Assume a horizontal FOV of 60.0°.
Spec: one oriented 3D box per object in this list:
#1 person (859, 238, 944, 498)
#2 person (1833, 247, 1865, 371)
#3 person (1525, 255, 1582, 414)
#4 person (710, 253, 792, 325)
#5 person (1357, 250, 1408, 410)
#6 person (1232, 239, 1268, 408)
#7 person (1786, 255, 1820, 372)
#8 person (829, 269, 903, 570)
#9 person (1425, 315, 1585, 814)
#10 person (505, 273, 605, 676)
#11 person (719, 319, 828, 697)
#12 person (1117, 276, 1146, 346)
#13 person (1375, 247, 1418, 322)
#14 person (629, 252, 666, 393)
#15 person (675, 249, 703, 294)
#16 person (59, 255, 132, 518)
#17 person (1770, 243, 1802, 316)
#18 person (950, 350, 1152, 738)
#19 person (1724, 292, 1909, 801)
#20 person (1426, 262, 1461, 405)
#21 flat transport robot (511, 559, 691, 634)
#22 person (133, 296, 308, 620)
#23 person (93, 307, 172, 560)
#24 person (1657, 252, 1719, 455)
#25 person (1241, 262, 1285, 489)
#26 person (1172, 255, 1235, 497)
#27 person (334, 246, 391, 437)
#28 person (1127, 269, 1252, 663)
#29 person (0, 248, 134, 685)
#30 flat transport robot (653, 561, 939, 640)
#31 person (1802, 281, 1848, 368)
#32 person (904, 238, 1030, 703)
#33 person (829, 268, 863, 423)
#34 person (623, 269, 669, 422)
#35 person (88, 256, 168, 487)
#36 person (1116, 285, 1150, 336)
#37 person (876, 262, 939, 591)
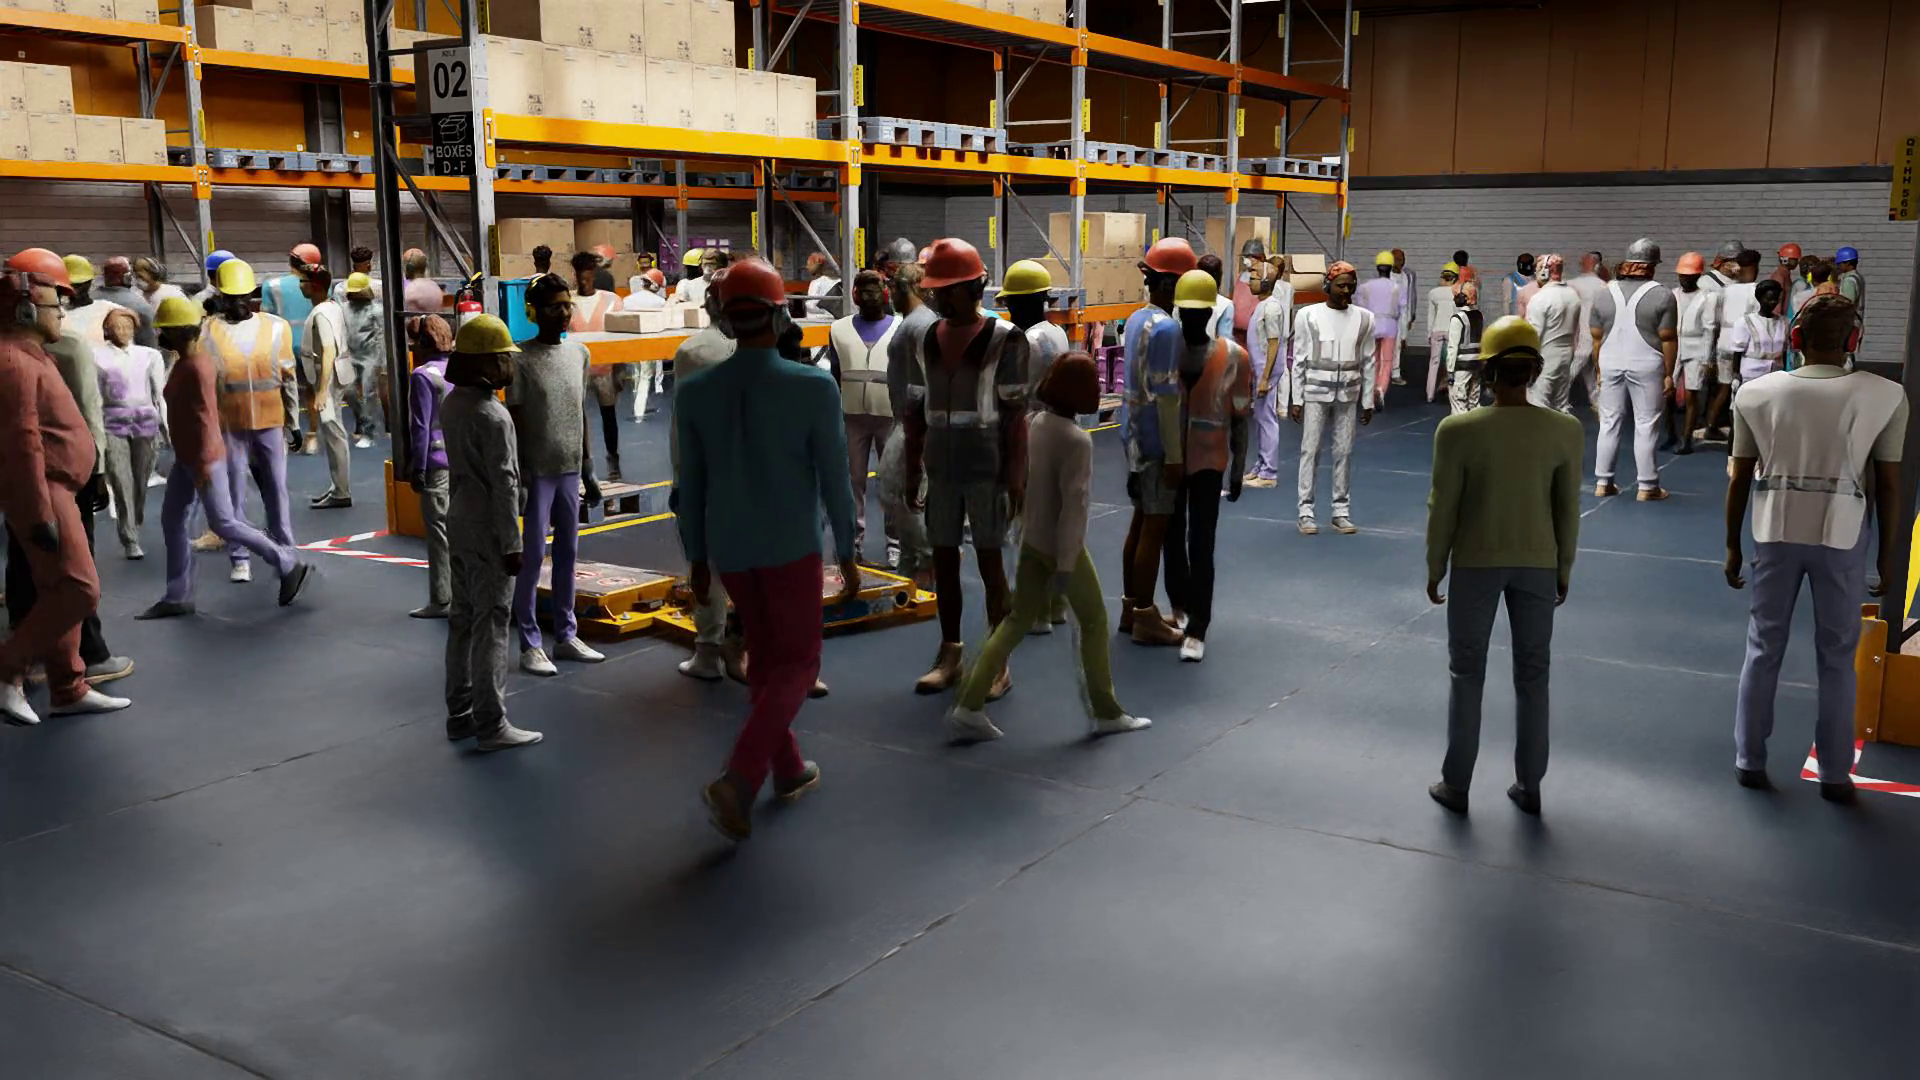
[{"bbox_3d":[-0.440,-1.342,13.065,0.684,2.000,0.538,0,10,-2],"label":"person"},{"bbox_3d":[10.826,-2.604,20.345,0.400,1.938,0.603,7,12,35],"label":"person"},{"bbox_3d":[5.099,-1.524,14.488,0.646,1.898,0.399,-8,13,-36],"label":"person"},{"bbox_3d":[-1.309,-0.859,10.679,0.635,1.936,0.355,6,12,31],"label":"person"},{"bbox_3d":[4.967,-2.456,19.633,0.592,1.907,0.734,5,11,24],"label":"person"},{"bbox_3d":[3.507,-2.607,20.074,0.536,2.000,0.688,-7,12,-32],"label":"person"},{"bbox_3d":[10.222,-2.535,20.233,0.345,1.841,0.506,4,11,20],"label":"person"},{"bbox_3d":[-0.531,-0.738,10.257,0.573,1.844,0.376,1,10,7],"label":"person"},{"bbox_3d":[1.904,0.096,5.879,0.526,1.762,0.338,1,10,4],"label":"person"},{"bbox_3d":[-1.907,-0.314,7.840,0.334,1.873,0.517,8,13,36],"label":"person"},{"bbox_3d":[-0.813,-0.140,7.362,0.476,1.686,0.557,8,13,38],"label":"person"},{"bbox_3d":[2.353,-2.966,22.662,0.429,1.831,0.633,8,13,38],"label":"person"},{"bbox_3d":[6.691,-3.542,25.619,0.666,1.917,0.678,5,11,26],"label":"person"},{"bbox_3d":[-4.121,-2.870,22.008,0.538,1.869,0.313,0,10,-1],"label":"person"},{"bbox_3d":[-2.935,-2.230,18.337,0.396,1.919,0.588,1,10,7],"label":"person"},{"bbox_3d":[-6.271,-1.082,11.990,0.619,1.909,0.457,-5,11,-24],"label":"person"},{"bbox_3d":[10.351,-2.736,20.975,0.414,1.981,0.624,6,12,31],"label":"person"},{"bbox_3d":[0.347,0.030,6.708,0.831,1.592,0.520,-5,11,-24],"label":"person"},{"bbox_3d":[3.079,0.030,6.048,0.562,1.836,0.386,6,12,31],"label":"person"},{"bbox_3d":[6.026,-2.552,20.567,0.523,1.759,0.350,8,13,37],"label":"person"},{"bbox_3d":[-2.128,0.276,9.004,1.431,0.197,0.652,7,12,33],"label":"flat transport robot"},{"bbox_3d":[-4.035,-0.448,8.975,0.821,1.737,0.528,-8,13,-38],"label":"person"},{"bbox_3d":[-5.420,-0.714,10.805,0.539,1.602,0.812,-8,13,-38],"label":"person"},{"bbox_3d":[6.805,-1.732,15.602,0.522,1.909,0.557,-9,13,-40],"label":"person"},{"bbox_3d":[2.470,-1.338,13.583,0.344,1.847,0.504,1,10,3],"label":"person"},{"bbox_3d":[1.901,-1.287,13.148,0.414,1.908,0.594,-9,14,-41],"label":"person"},{"bbox_3d":[-6.079,-2.024,17.070,0.602,1.958,0.381,-4,11,-20],"label":"person"},{"bbox_3d":[1.143,-0.403,8.296,0.590,1.889,0.956,2,11,13],"label":"person"},{"bbox_3d":[-4.151,-0.322,7.575,0.612,1.981,0.408,2,10,8],"label":"person"},{"bbox_3d":[-0.823,0.325,8.737,1.431,0.197,0.652,-8,13,-38],"label":"flat transport robot"},{"bbox_3d":[8.195,-1.628,15.781,0.501,1.632,0.286,-3,11,-14],"label":"person"},{"bbox_3d":[0.005,-0.301,7.335,0.614,2.030,0.405,6,12,29],"label":"person"},{"bbox_3d":[-1.138,-2.186,18.129,0.598,1.908,0.410,-5,11,-25],"label":"person"},{"bbox_3d":[-3.508,-2.186,18.708,0.586,1.693,0.782,4,11,22],"label":"person"},{"bbox_3d":[-6.774,-1.347,13.504,0.693,1.896,0.509,1,10,5],"label":"person"},{"bbox_3d":[2.407,-2.939,22.727,0.561,1.745,0.339,6,12,31],"label":"person"},{"bbox_3d":[-0.297,-0.611,9.442,0.428,1.899,0.676,-2,10,-11],"label":"person"}]
